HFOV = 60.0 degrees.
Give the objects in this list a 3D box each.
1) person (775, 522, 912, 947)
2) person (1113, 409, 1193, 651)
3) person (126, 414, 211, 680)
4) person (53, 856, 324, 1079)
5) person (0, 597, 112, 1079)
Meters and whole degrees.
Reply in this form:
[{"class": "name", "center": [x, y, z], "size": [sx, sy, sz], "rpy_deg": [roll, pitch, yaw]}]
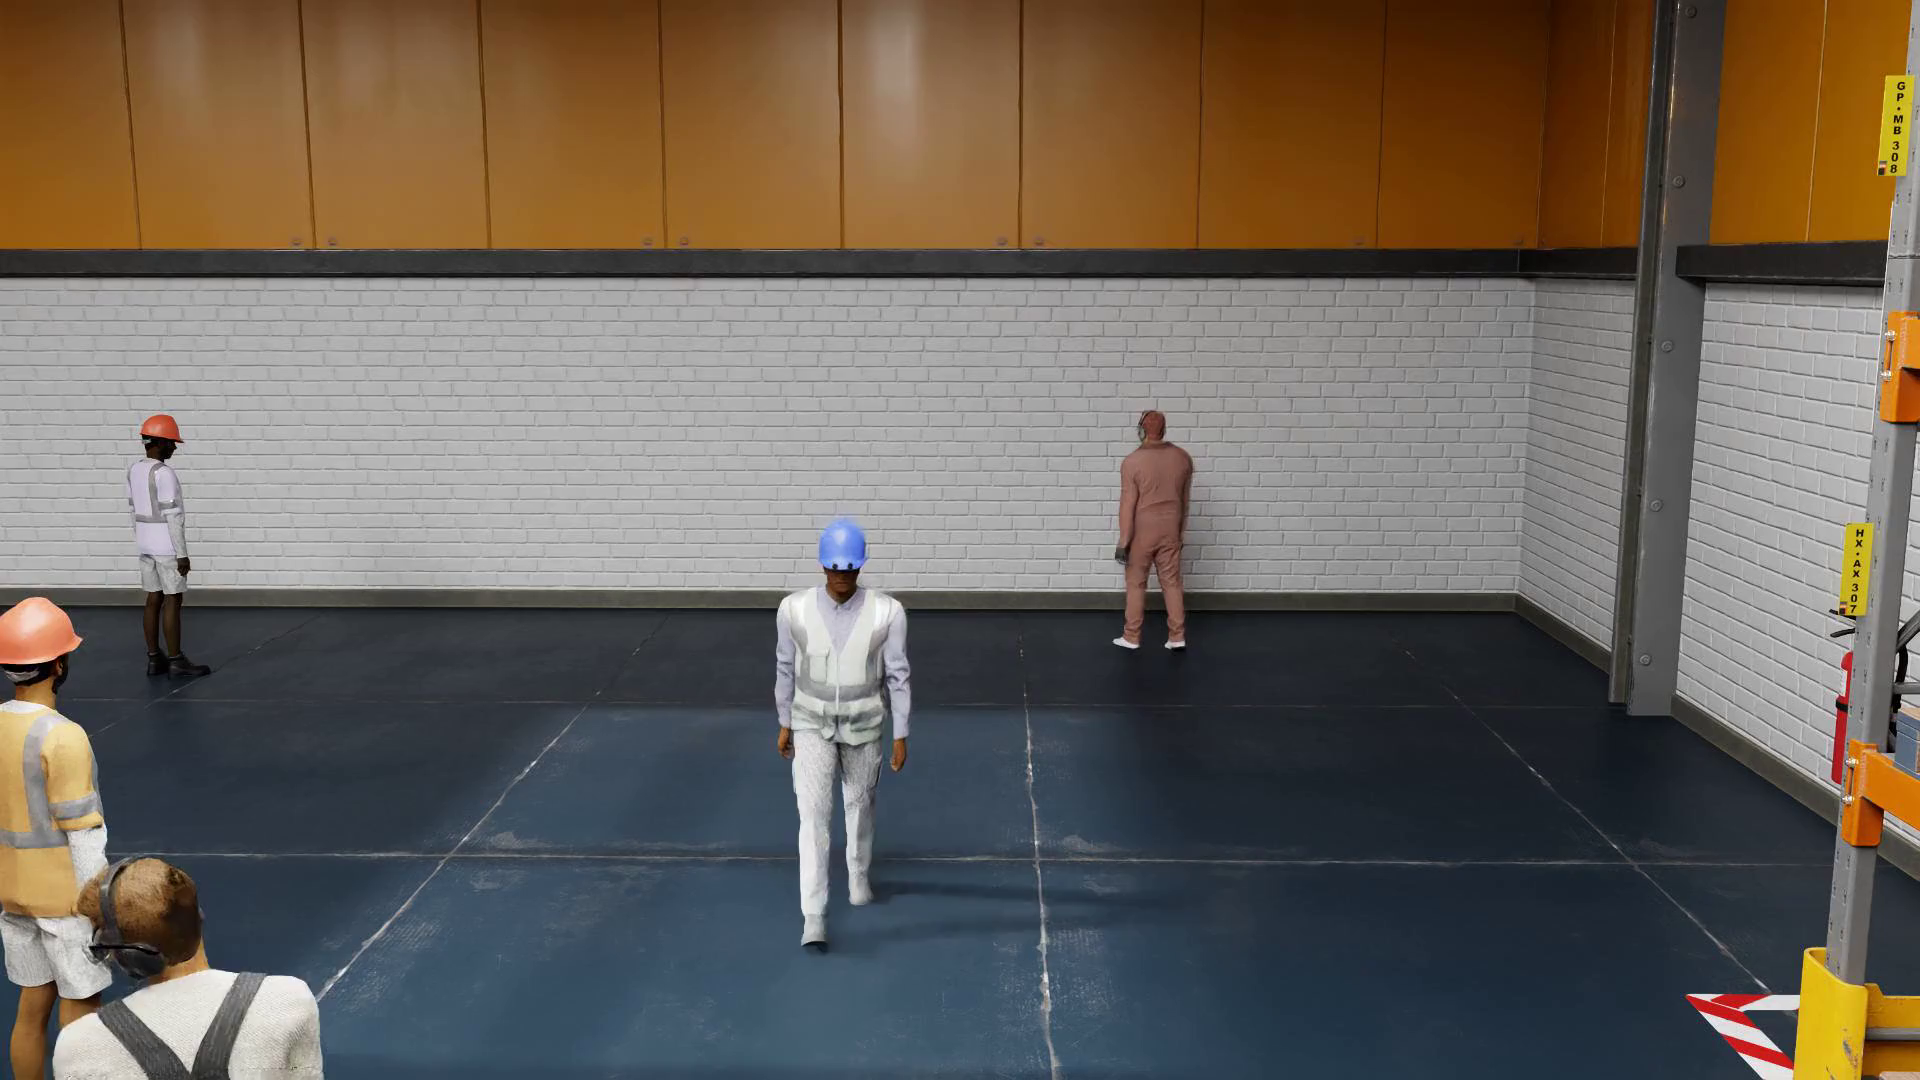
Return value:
[{"class": "person", "center": [-0.528, 0.839, 7.527], "size": [0.626, 1.885, 0.950], "rpy_deg": [0, 9, -2]}, {"class": "person", "center": [1.494, -0.064, 12.938], "size": [0.666, 1.913, 0.488], "rpy_deg": [-4, 10, -24]}, {"class": "person", "center": [-5.774, 0.053, 12.092], "size": [0.543, 1.928, 0.373], "rpy_deg": [6, 11, 34]}, {"class": "person", "center": [-1.626, 1.519, 3.685], "size": [0.578, 1.802, 0.684], "rpy_deg": [-4, 10, -23]}, {"class": "person", "center": [-2.978, 1.148, 5.490], "size": [0.549, 1.942, 0.344], "rpy_deg": [5, 11, 28]}]
